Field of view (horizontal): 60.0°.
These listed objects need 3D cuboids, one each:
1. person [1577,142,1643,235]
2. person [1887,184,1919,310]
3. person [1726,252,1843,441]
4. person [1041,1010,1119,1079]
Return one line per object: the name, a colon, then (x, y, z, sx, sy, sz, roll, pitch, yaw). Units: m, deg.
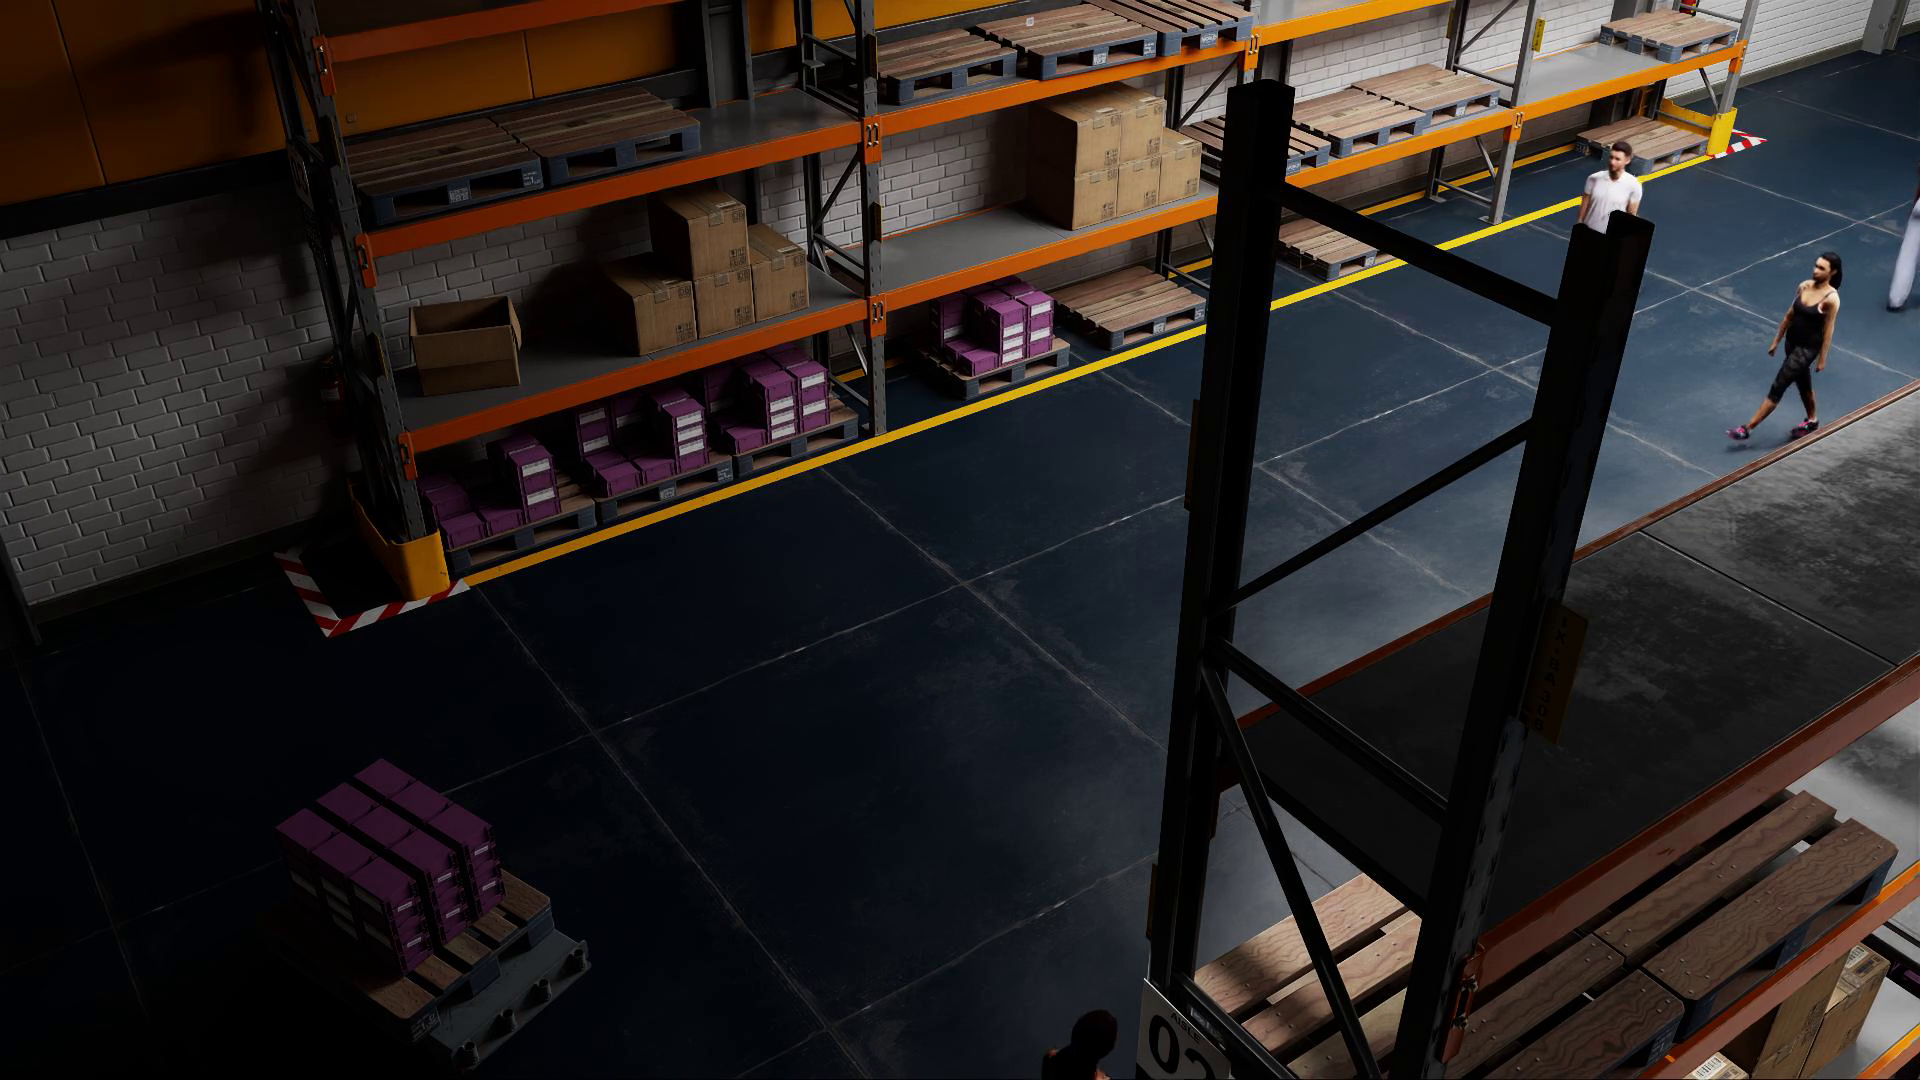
person: (6.040, -2.852, 15.591, 0.835, 1.840, 1.175, 27, 42, 35)
person: (9.240, -3.028, 15.932, 0.930, 1.756, 0.649, -26, 42, -33)
person: (7.066, -1.576, 13.815, 1.228, 1.681, 0.860, -8, 35, -13)
person: (0.438, 2.746, 7.232, 0.735, 1.772, 0.982, 25, 41, 32)
